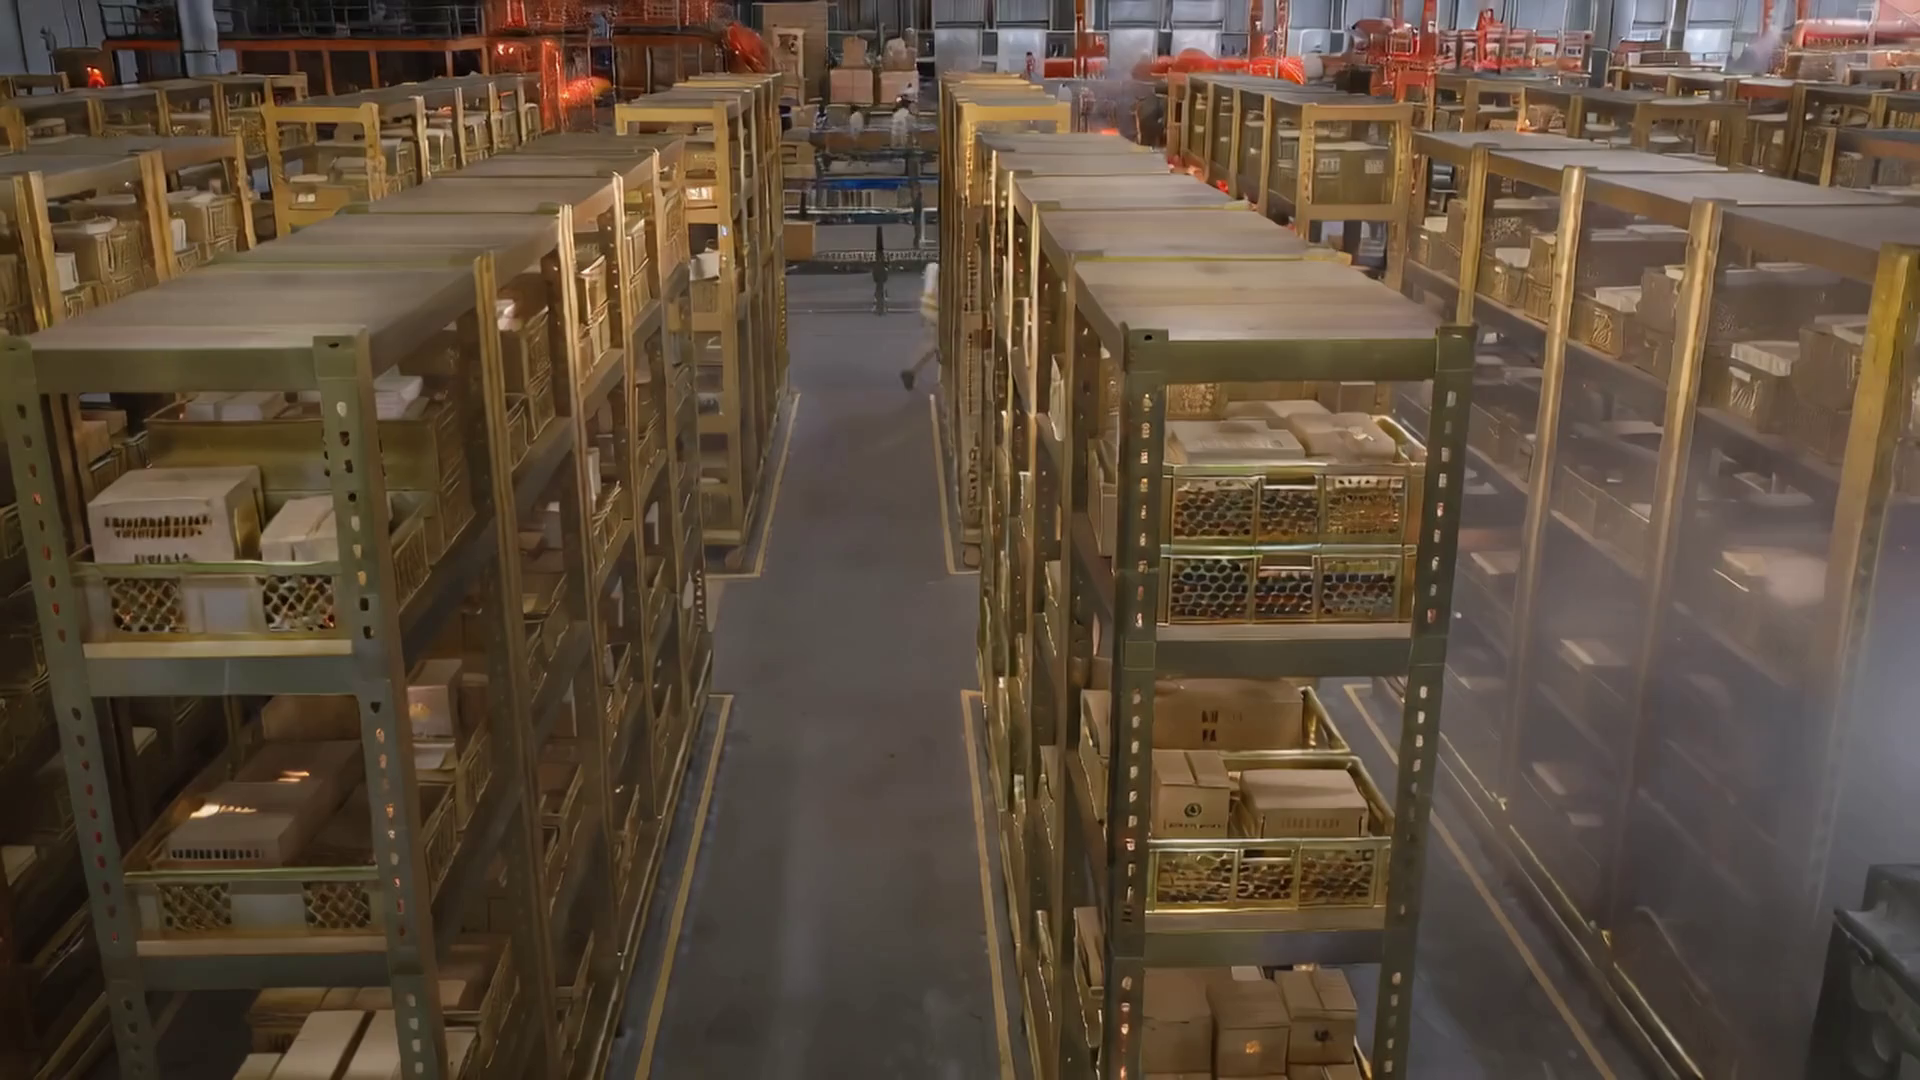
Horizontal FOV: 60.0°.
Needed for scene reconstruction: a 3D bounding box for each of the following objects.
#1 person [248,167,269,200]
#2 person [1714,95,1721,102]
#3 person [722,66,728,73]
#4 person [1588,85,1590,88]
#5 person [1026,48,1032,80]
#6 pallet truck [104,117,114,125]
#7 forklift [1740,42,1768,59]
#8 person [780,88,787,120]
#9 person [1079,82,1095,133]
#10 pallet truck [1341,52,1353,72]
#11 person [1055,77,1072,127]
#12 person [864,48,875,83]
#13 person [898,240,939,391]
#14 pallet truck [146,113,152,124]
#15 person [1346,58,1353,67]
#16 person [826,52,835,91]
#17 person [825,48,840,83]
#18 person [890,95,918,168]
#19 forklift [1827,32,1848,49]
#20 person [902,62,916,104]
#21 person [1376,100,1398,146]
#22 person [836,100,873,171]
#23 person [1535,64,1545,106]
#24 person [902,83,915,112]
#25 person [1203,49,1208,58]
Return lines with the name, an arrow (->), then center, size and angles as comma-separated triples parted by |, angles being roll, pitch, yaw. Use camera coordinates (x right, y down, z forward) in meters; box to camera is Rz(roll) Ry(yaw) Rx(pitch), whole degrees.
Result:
person -> -13.617, -6.935, 32.508 | 0.523, 1.769, 0.310 | 0, 18, -1
person -> 21.684, -11.857, 47.740 | 0.523, 1.769, 0.313 | -15, 23, -39
person -> -9.709, -18.788, 69.144 | 0.529, 1.787, 0.980 | 17, 24, 42
person -> 22.195, -15.317, 58.156 | 0.610, 1.945, 0.783 | -1, 18, -4
person -> 3.911, -27.069, 94.660 | 0.328, 1.865, 0.520 | 2, 18, 7
pallet truck -> -18.367, -7.885, 35.078 | 1.885, 1.965, 0.823 | 1, 18, 2
forklift -> 31.120, -18.200, 65.585 | 1.129, 2.768, 1.873 | -1, 18, -2
person -> -6.815, -16.906, 63.173 | 0.355, 1.884, 0.575 | 12, 22, 33
person -> 4.135, -14.094, 54.554 | 0.598, 1.830, 0.403 | -15, 23, -38
pallet truck -> 18.794, -23.123, 82.231 | 0.823, 1.965, 1.885 | -13, 22, -35
person -> 3.395, -14.212, 54.704 | 0.639, 1.966, 0.586 | 6, 19, 19
person -> -5.054, -26.420, 92.588 | 0.611, 1.905, 0.879 | 2, 18, 6
person -> -0.318, -2.577, 18.997 | 0.848, 1.798, 0.612 | -7, 19, -20
pallet truck -> -18.087, -8.309, 36.390 | 1.885, 1.965, 0.823 | -1, 18, -4
person -> 18.123, -21.495, 77.463 | 0.957, 1.838, 0.562 | 1, 18, 5
person -> -6.582, -23.771, 84.381 | 0.383, 1.914, 0.595 | -16, 24, -40
person -> -7.146, -26.513, 92.902 | 0.808, 1.894, 0.597 | -6, 19, -18
person -> -1.475, -10.527, 43.222 | 0.620, 2.019, 0.653 | 5, 19, 16
forklift -> 46.023, -25.321, 87.619 | 1.129, 2.768, 1.873 | -1, 18, -2
person -> -2.221, -19.555, 71.402 | 0.557, 1.876, 1.037 | 10, 20, 28
person -> 11.183, -10.483, 43.302 | 0.681, 1.872, 0.869 | 2, 18, 5
person -> -2.711, -10.450, 43.200 | 1.015, 1.888, 0.561 | 1, 18, 4
person -> 24.098, -18.861, 69.273 | 0.512, 1.859, 0.321 | -10, 20, -27
person -> -1.708, -14.351, 55.508 | 0.485, 1.736, 0.309 | -8, 19, -23
person -> 13.729, -26.669, 93.484 | 0.440, 1.825, 0.656 | 11, 21, 30
